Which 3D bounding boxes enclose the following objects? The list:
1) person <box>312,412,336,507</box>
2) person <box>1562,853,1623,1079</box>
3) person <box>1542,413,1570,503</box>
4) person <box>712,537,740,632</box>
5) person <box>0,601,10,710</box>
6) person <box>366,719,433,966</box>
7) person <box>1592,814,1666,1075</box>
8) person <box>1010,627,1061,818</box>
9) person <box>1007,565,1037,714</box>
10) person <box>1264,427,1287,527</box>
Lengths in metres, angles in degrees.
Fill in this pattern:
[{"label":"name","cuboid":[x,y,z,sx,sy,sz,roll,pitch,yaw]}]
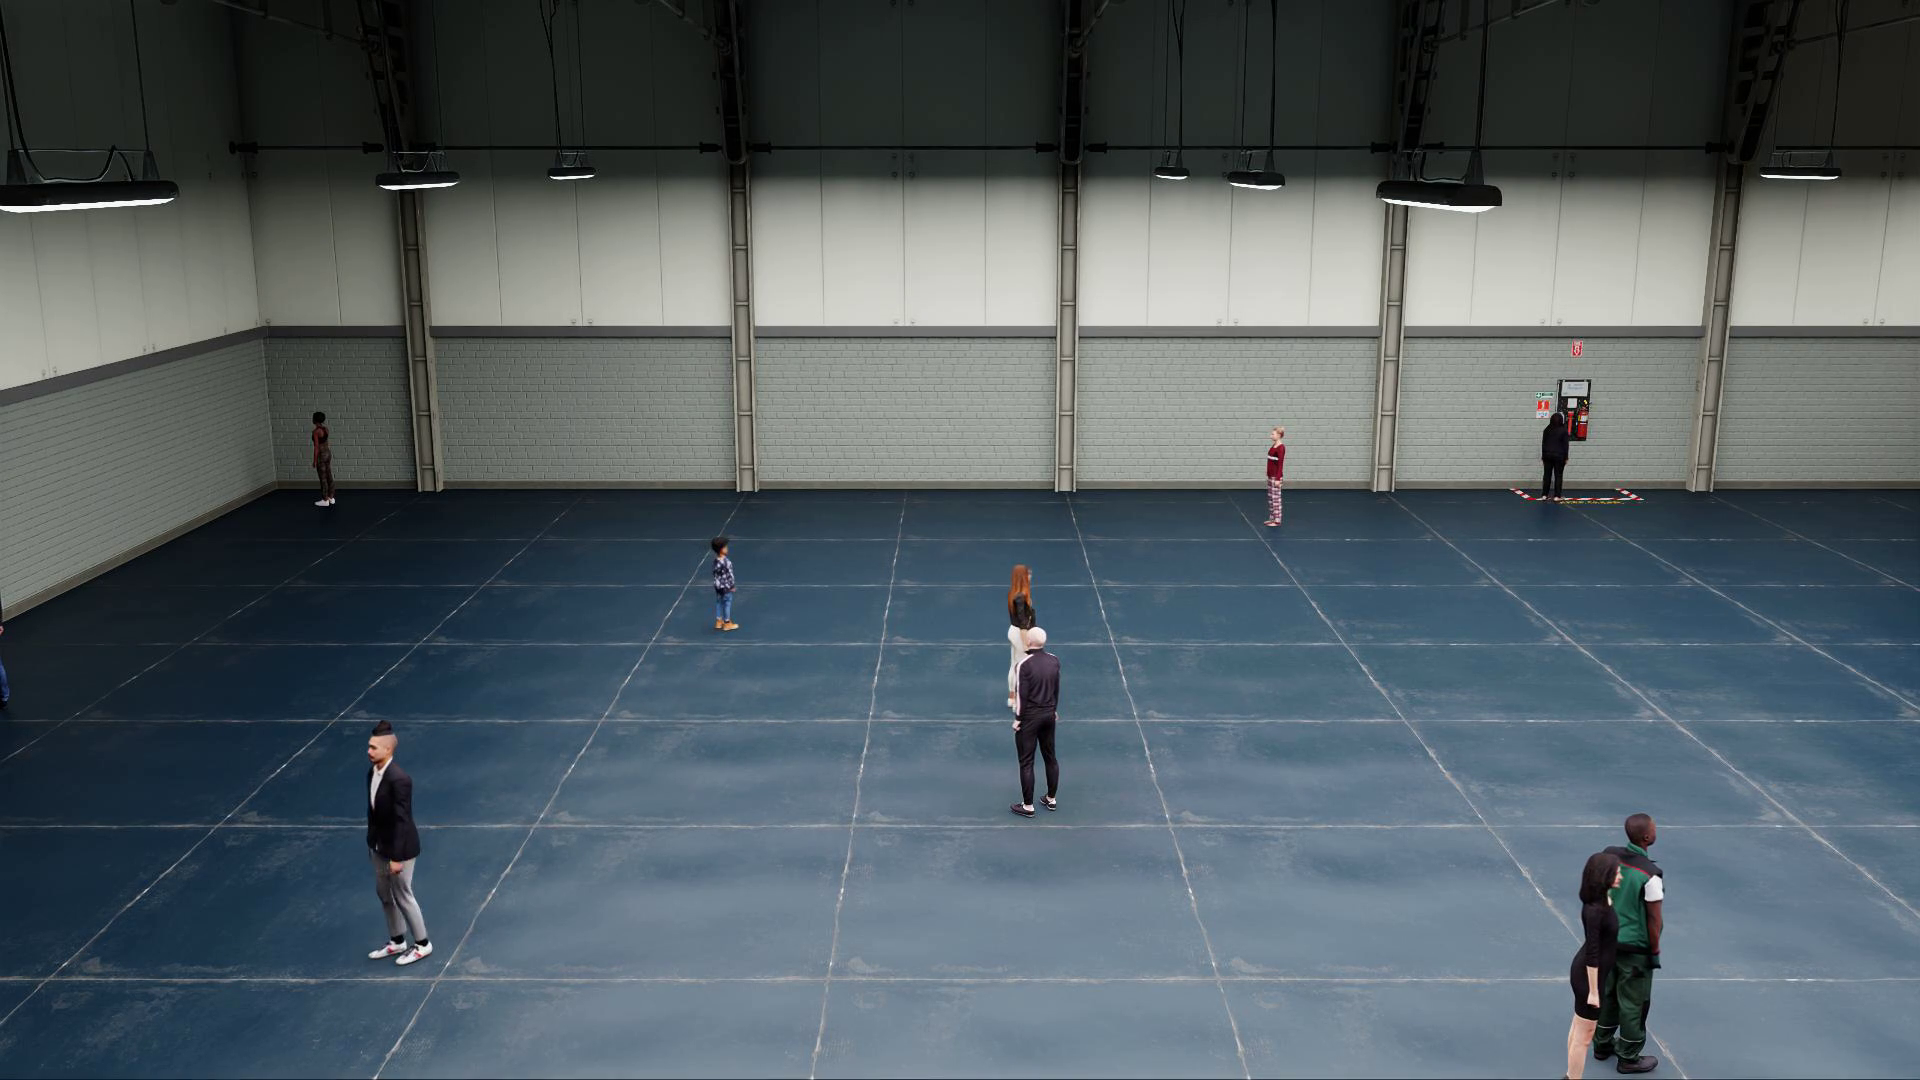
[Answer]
[{"label":"person","cuboid":[-11.491,-1.479,29.973,0.590,1.700,0.621,3,13,12]},{"label":"person","cuboid":[4.120,2.888,10.878,0.617,1.807,0.650,5,14,22]},{"label":"person","cuboid":[10.834,-1.514,30.307,0.746,1.617,0.819,10,17,38]},{"label":"person","cuboid":[-3.146,0.575,22.099,0.564,1.251,0.633,11,17,39]},{"label":"person","cuboid":[-11.081,1.017,18.769,0.779,1.892,0.763,9,16,35]},{"label":"person","cuboid":[-4.360,2.340,12.935,0.818,1.947,0.888,12,18,42]},{"label":"person","cuboid":[4.592,2.746,11.421,0.754,1.839,0.773,-6,14,-23]},{"label":"person","cuboid":[0.739,1.720,15.853,0.722,1.837,0.818,-9,16,-35]},{"label":"person","cuboid":[0.671,1.102,18.818,0.573,1.704,0.626,-2,13,-10]},{"label":"person","cuboid":[5.368,-1.090,28.296,0.564,1.698,0.650,-2,13,-11]}]
